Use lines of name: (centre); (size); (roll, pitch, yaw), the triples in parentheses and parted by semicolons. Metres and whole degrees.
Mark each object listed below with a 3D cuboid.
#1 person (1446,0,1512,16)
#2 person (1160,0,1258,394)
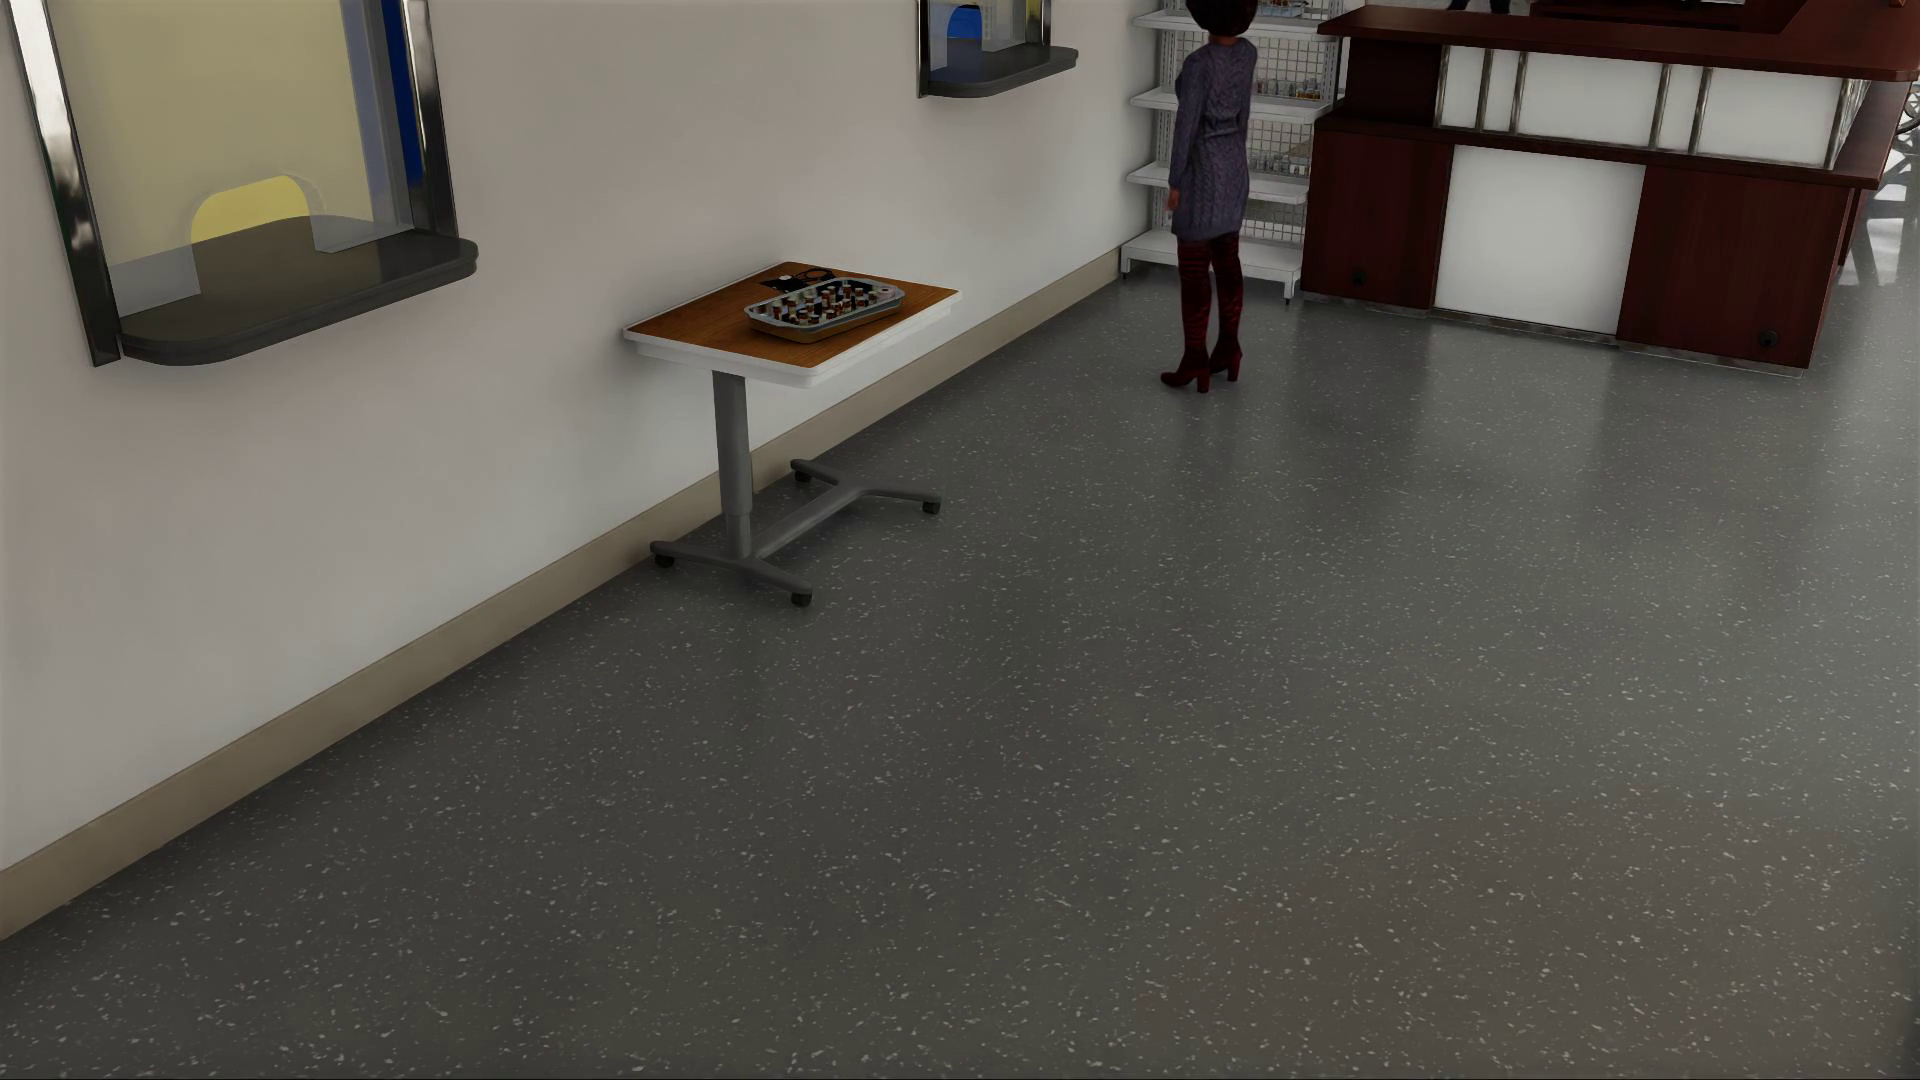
person: (4.015, -4.490, 12.931); (1.152, 1.823, 1.281); (-9, 27, -19)
person: (1.032, -1.450, 6.760); (0.632, 1.707, 0.614); (-20, 32, -35)
